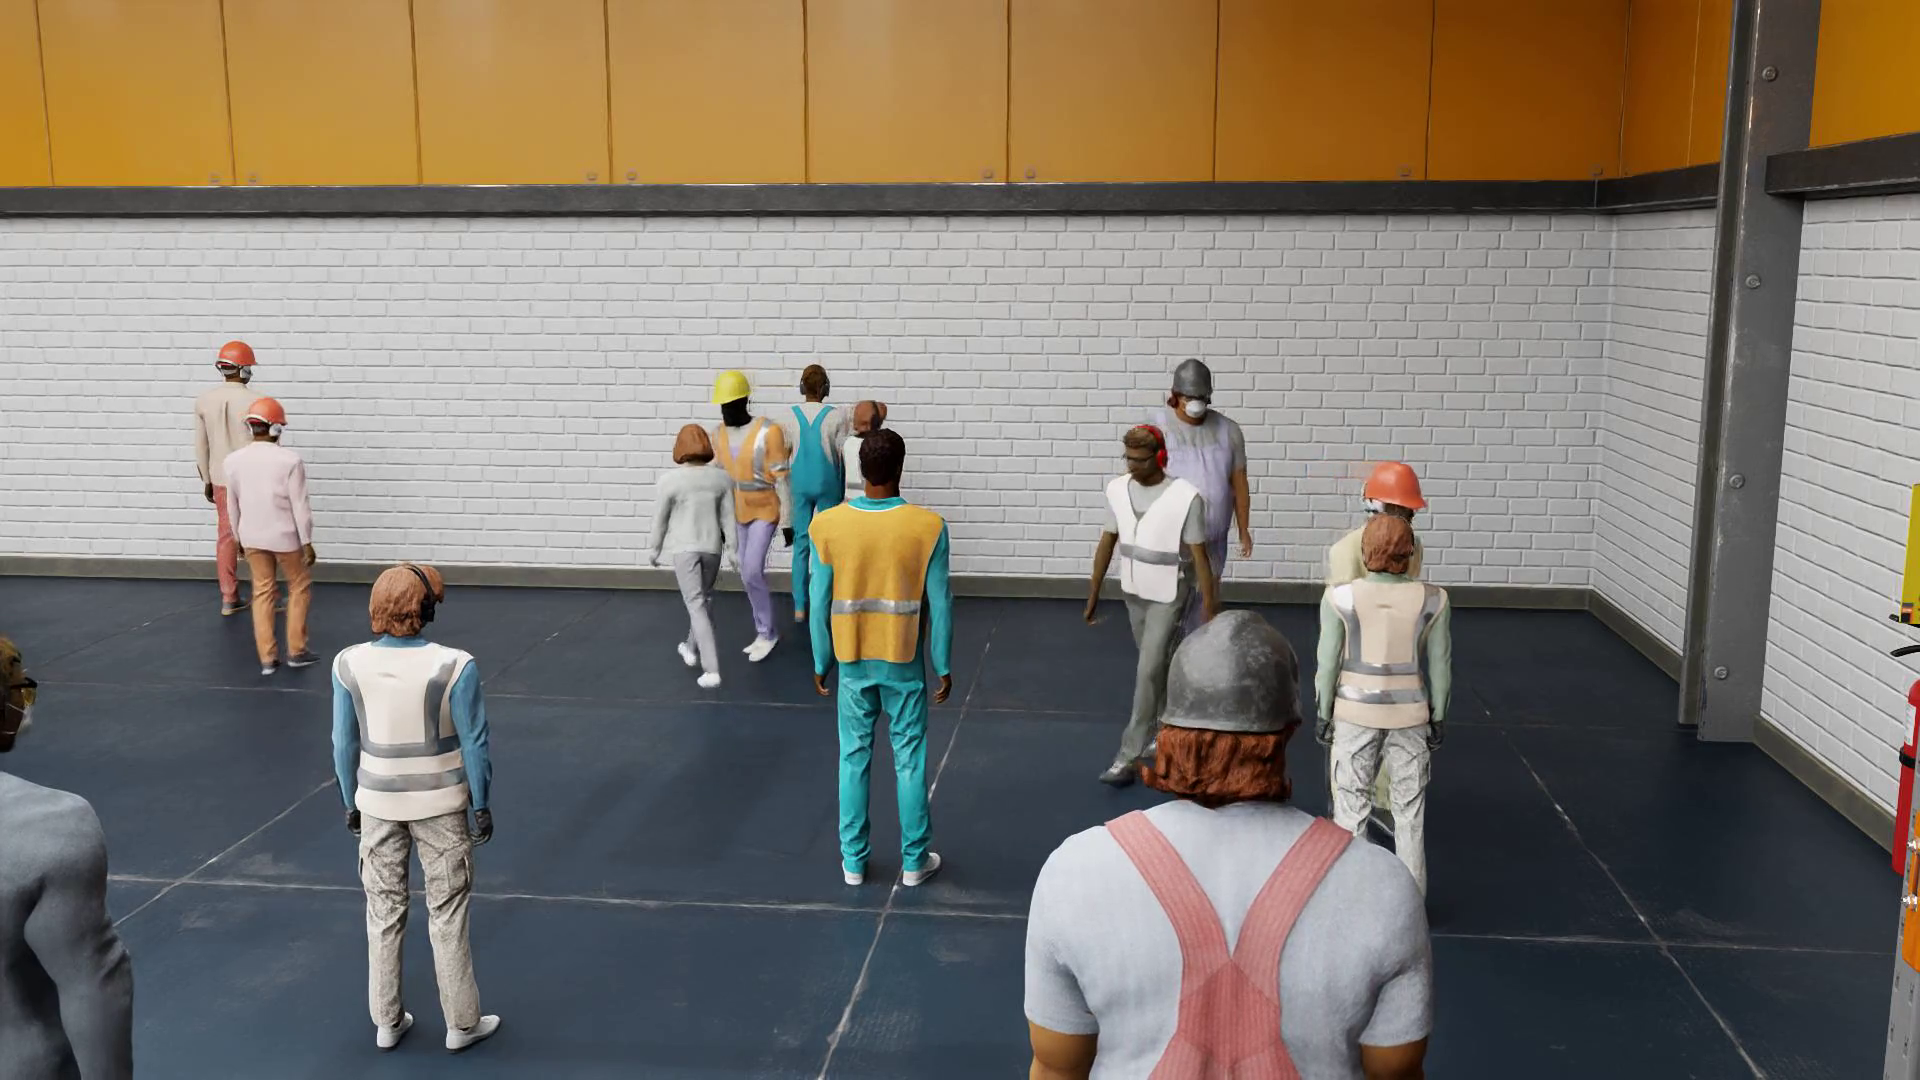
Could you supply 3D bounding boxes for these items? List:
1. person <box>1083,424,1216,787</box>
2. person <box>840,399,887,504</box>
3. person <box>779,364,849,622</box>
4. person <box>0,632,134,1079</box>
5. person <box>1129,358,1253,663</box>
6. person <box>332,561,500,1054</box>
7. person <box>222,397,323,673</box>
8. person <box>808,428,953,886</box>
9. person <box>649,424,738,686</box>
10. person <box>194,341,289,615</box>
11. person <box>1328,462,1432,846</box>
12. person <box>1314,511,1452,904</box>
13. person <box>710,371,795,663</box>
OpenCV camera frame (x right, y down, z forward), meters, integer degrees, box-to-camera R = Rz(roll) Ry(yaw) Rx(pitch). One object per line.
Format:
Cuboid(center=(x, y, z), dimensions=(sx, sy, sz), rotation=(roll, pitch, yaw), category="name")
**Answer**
Cuboid(center=(0.918, 0.313, 8.326), dimensions=(0.928, 1.785, 0.690), rotation=(-9, 14, -43), category="person")
Cuboid(center=(-0.609, -0.156, 11.505), dimensions=(0.399, 1.628, 0.521), rotation=(-7, 12, -36), category="person")
Cuboid(center=(-1.024, -0.327, 11.845), dimensions=(0.516, 1.843, 0.326), rotation=(1, 10, 6), category="person")
Cuboid(center=(-1.945, 1.114, 3.330), dimensions=(0.635, 1.936, 0.351), rotation=(1, 10, 6), category="person")
Cuboid(center=(1.382, -0.094, 9.951), dimensions=(0.701, 2.000, 0.541), rotation=(-2, 10, -13), category="person")
Cuboid(center=(-1.793, 0.888, 5.481), dimensions=(0.523, 1.638, 0.310), rotation=(1, 10, 6), category="person")
Cuboid(center=(-4.297, -0.036, 10.477), dimensions=(0.602, 1.730, 0.466), rotation=(2, 10, 11), category="person")
Cuboid(center=(-0.326, 0.497, 6.919), dimensions=(0.597, 1.916, 0.371), rotation=(1, 10, 6), category="person")
Cuboid(center=(-1.636, 0.076, 10.270), dimensions=(0.496, 1.583, 0.863), rotation=(-7, 12, -34), category="person")
Cuboid(center=(-5.212, -0.446, 12.096), dimensions=(0.622, 1.992, 0.396), rotation=(1, 10, 6), category="person")
Cuboid(center=(1.838, 0.520, 7.311), dimensions=(0.577, 1.735, 0.420), rotation=(-6, 12, -31), category="person")
Cuboid(center=(1.646, 0.708, 6.506), dimensions=(0.523, 1.638, 0.310), rotation=(1, 10, 6), category="person")
Cuboid(center=(-1.349, -0.155, 10.758), dimensions=(0.613, 1.883, 0.585), rotation=(7, 12, 37), category="person")
